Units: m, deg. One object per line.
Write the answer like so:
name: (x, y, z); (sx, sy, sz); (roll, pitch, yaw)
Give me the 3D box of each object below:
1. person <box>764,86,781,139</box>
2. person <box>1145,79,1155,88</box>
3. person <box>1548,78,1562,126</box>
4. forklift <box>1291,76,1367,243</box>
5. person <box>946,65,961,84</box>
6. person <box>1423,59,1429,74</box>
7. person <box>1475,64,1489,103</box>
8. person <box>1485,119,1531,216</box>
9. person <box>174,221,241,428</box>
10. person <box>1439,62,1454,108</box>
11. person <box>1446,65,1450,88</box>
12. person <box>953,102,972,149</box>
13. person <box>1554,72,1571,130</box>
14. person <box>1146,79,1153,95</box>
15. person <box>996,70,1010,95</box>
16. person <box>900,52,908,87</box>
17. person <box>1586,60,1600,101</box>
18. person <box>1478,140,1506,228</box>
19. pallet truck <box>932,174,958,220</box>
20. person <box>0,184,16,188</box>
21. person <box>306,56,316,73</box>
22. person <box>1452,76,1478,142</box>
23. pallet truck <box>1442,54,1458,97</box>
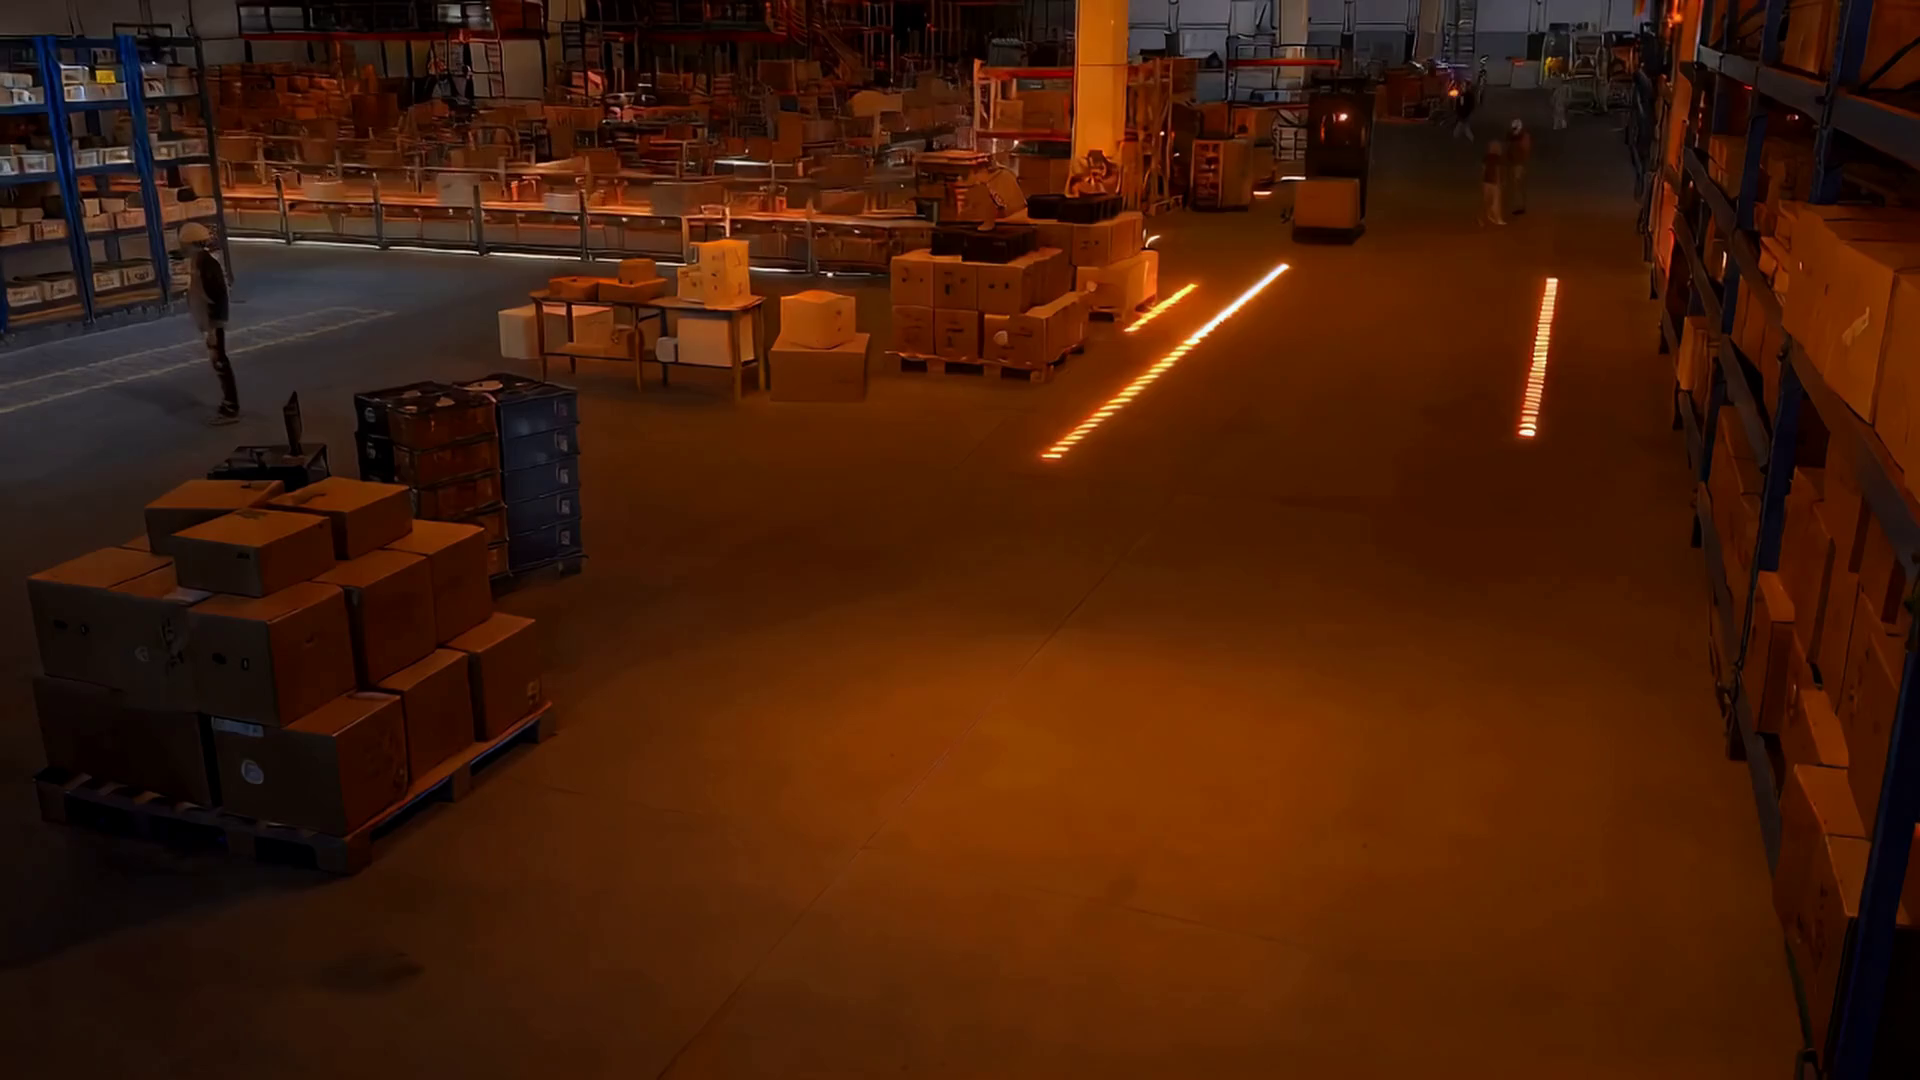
person: (-5.768, -13.043, 51.017); (0.541, 1.726, 0.900); (-5, 18, -15)
person: (6.660, -15.264, 57.918); (0.849, 1.783, 0.577); (7, 19, 21)
person: (21.165, -15.507, 58.875); (0.535, 1.653, 0.856); (-5, 18, -15)
forklift: (6.598, -6.755, 29.381); (1.129, 2.768, 1.873); (6, 19, 19)
person: (-0.256, -16.490, 61.370); (0.641, 2.011, 0.582); (10, 20, 29)
person: (22.469, -22.297, 80.128); (0.900, 1.700, 0.500); (7, 19, 20)
person: (23.060, -20.178, 73.480); (0.535, 1.697, 0.318); (3, 18, 9)
person: (10.879, -7.330, 32.791); (1.009, 1.883, 0.654); (-11, 21, -30)
person: (-7.306, -2.093, 16.170); (0.396, 1.992, 0.623); (-8, 19, -23)
person: (20.184, -18.901, 69.142); (0.781, 1.893, 0.608); (13, 22, 35)
person: (21.228, -19.991, 72.801); (0.367, 1.750, 0.542); (5, 18, 16)
person: (0.087, -10.502, 43.114); (0.539, 1.669, 0.769); (9, 20, 25)
person: (20.504, -14.945, 56.672); (0.403, 1.917, 0.564); (-7, 19, -21)
person: (6.532, -15.114, 57.306); (0.328, 1.860, 0.521); (9, 20, 27)
person: (1.746, -17.849, 65.931); (0.530, 1.832, 0.879); (-10, 20, -28)
person: (-2.962, -24.723, 87.535); (0.429, 1.837, 0.621); (0, 18, 1)
person: (28.414, -20.624, 74.688); (0.544, 1.811, 0.779); (-13, 22, -36)
person: (10.023, -6.688, 31.244); (0.513, 1.592, 0.820); (15, 23, 40)
pallet truck: (-0.507, -5.292, 27.348); (0.653, 1.274, 1.630); (6, 19, 19)
person: (-15.134, -5.373, 26.638); (0.550, 1.888, 0.654); (10, 20, 30)
person: (-30.363, -21.677, 77.886); (0.354, 1.883, 0.573); (6, 19, 17)
person: (15.740, -13.410, 51.652); (0.701, 2.000, 1.004); (-16, 23, -40)
pallet truck: (22.765, -21.886, 78.355); (0.823, 1.965, 1.885); (-4, 18, -14)
